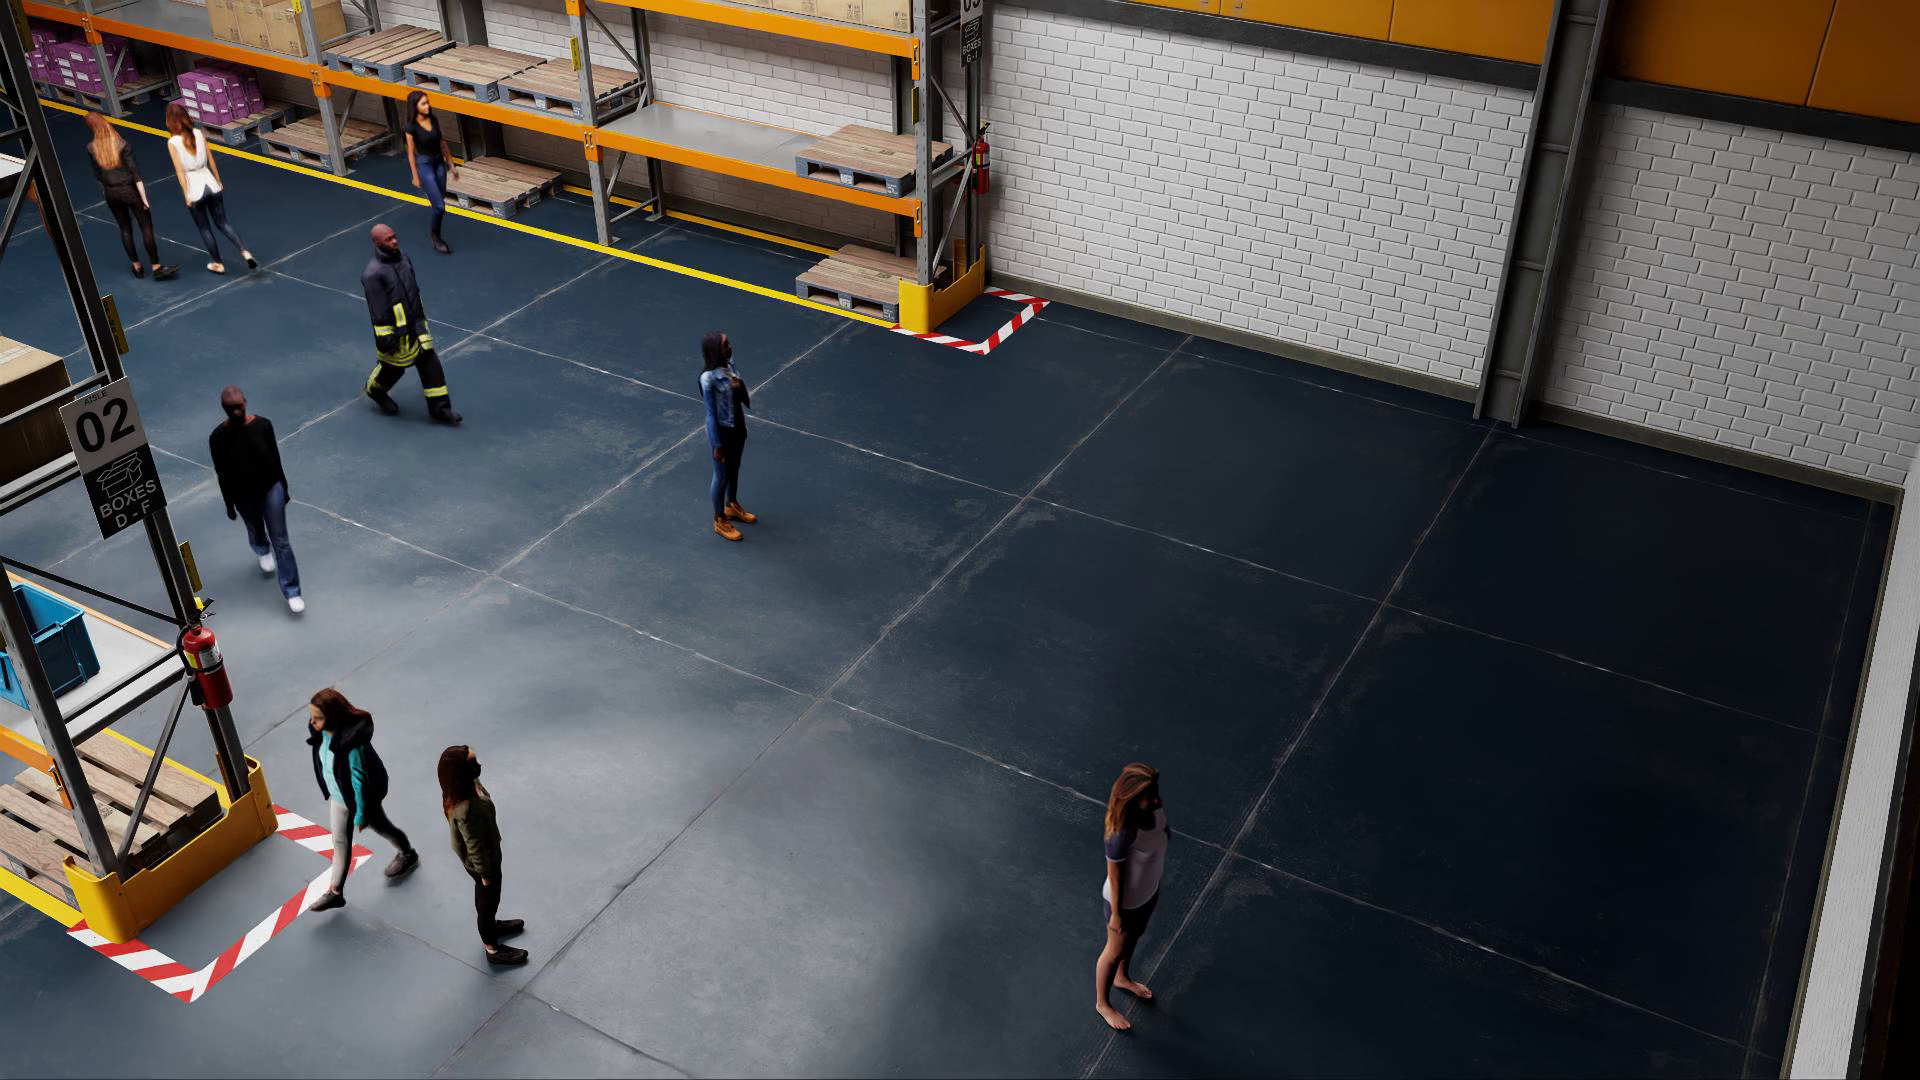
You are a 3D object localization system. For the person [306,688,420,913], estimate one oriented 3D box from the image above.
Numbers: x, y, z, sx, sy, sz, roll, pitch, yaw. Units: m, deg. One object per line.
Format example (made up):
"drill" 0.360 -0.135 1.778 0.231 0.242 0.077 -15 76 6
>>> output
"person" -3.421 1.433 9.580 0.903 1.461 0.699 21 39 28

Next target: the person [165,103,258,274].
"person" -7.544 -3.466 16.684 0.875 1.757 0.611 21 39 29

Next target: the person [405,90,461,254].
"person" -5.543 -3.824 17.251 0.572 1.725 0.559 18 38 25

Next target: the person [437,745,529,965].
"person" -2.639 1.713 9.146 0.712 1.476 0.646 -10 35 -14

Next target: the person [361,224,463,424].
"person" -4.864 -1.835 14.205 1.194 1.786 0.784 15 36 21

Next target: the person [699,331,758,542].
"person" -1.804 -0.828 12.758 0.569 1.711 0.643 11 35 17

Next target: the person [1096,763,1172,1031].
"person" 0.893 1.833 8.735 0.558 1.730 0.619 21 39 28

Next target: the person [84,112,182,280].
"person" -8.387 -3.430 16.704 0.804 1.674 0.962 7 34 11

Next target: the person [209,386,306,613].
"person" -5.122 -0.371 12.067 0.983 1.713 1.239 -18 38 -25
